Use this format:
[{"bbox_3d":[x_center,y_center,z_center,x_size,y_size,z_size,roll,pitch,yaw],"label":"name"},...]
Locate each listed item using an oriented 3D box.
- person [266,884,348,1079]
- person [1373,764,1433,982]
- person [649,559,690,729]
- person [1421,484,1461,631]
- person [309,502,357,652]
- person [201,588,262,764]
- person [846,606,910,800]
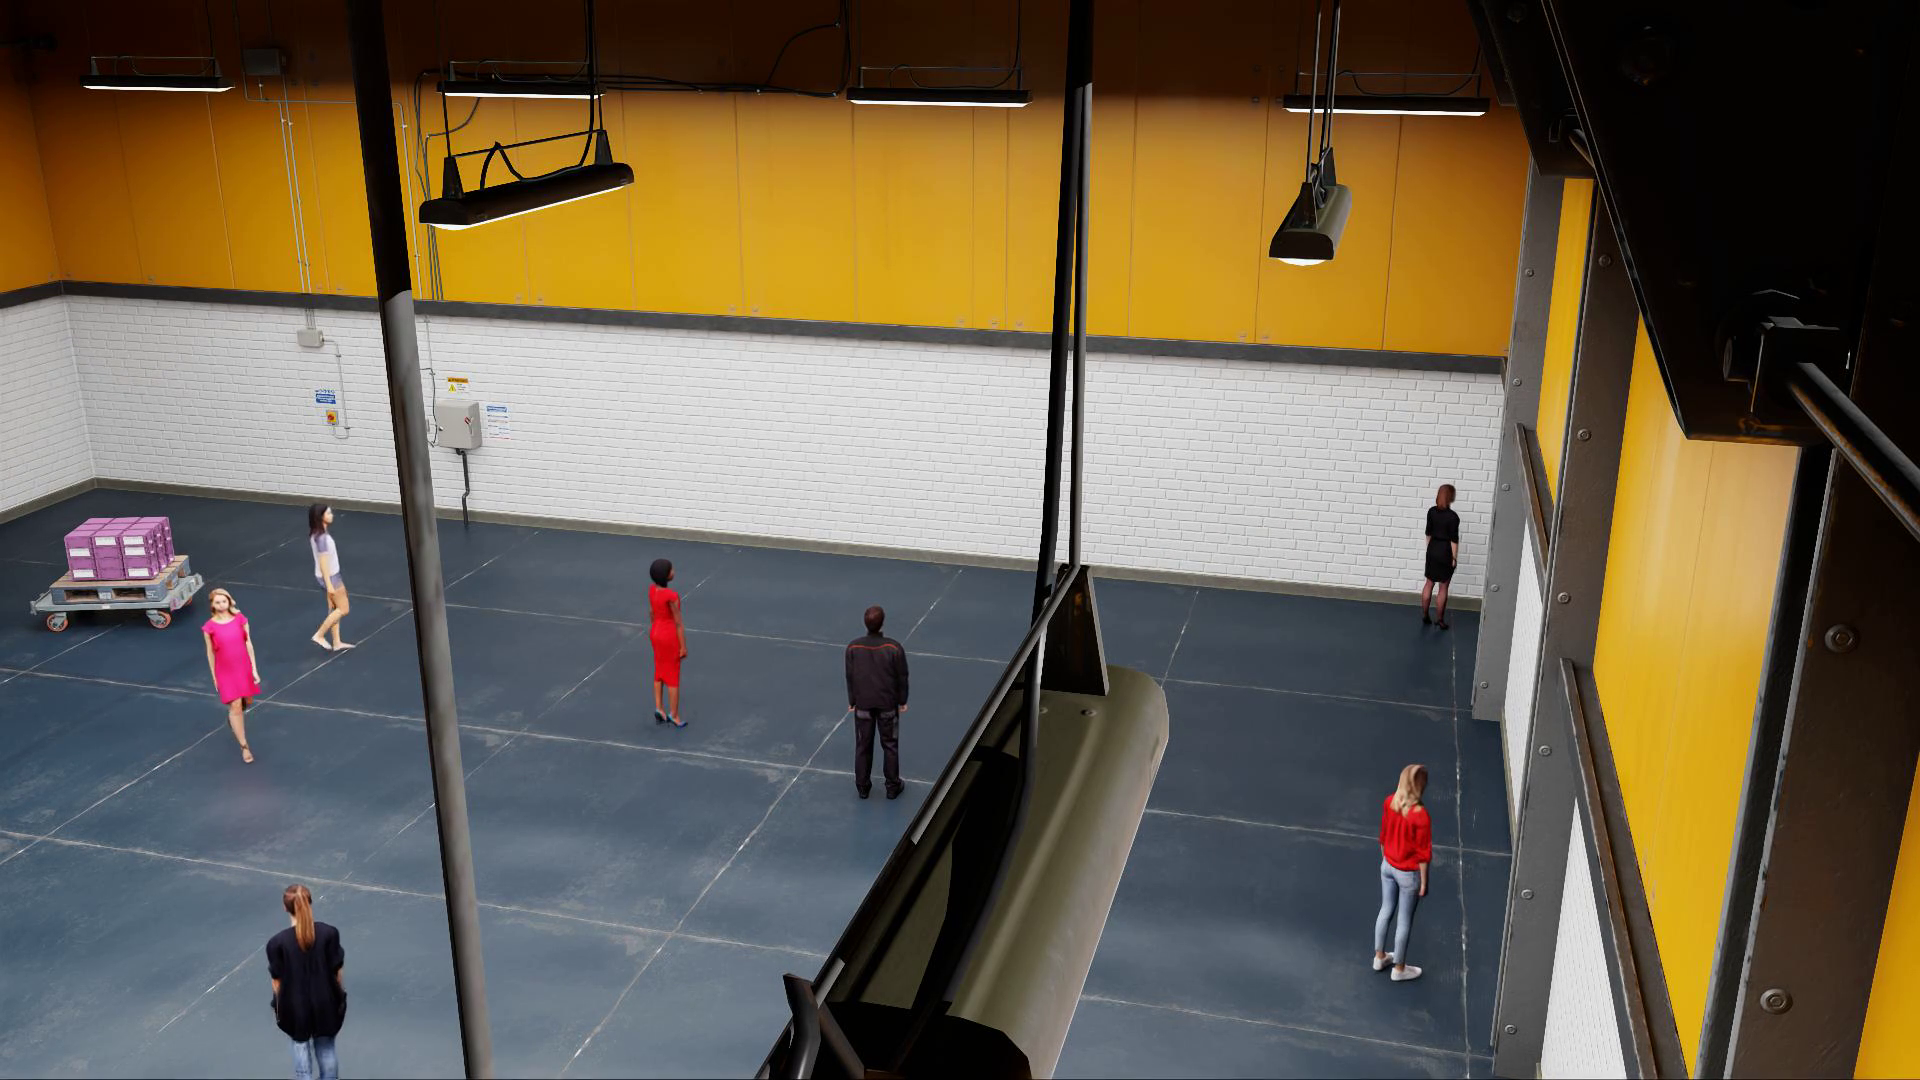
[{"bbox_3d":[-4.152,3.016,10.651,0.784,1.674,0.836,-7,20,-20],"label":"person"},{"bbox_3d":[3.272,2.444,12.306,0.738,1.702,0.684,-11,22,-30],"label":"person"},{"bbox_3d":[-2.915,1.018,16.474,0.648,1.743,0.643,15,24,38],"label":"person"},{"bbox_3d":[5.489,0.186,19.008,0.698,1.703,0.658,-13,23,-34],"label":"person"},{"bbox_3d":[-7.003,0.434,18.236,0.823,1.725,0.764,-7,20,-21],"label":"person"},{"bbox_3d":[-6.941,1.240,15.873,0.994,1.705,0.980,-15,24,-37],"label":"person"},{"bbox_3d":[-0.755,1.465,14.998,0.763,1.839,0.637,2,19,4],"label":"person"}]
